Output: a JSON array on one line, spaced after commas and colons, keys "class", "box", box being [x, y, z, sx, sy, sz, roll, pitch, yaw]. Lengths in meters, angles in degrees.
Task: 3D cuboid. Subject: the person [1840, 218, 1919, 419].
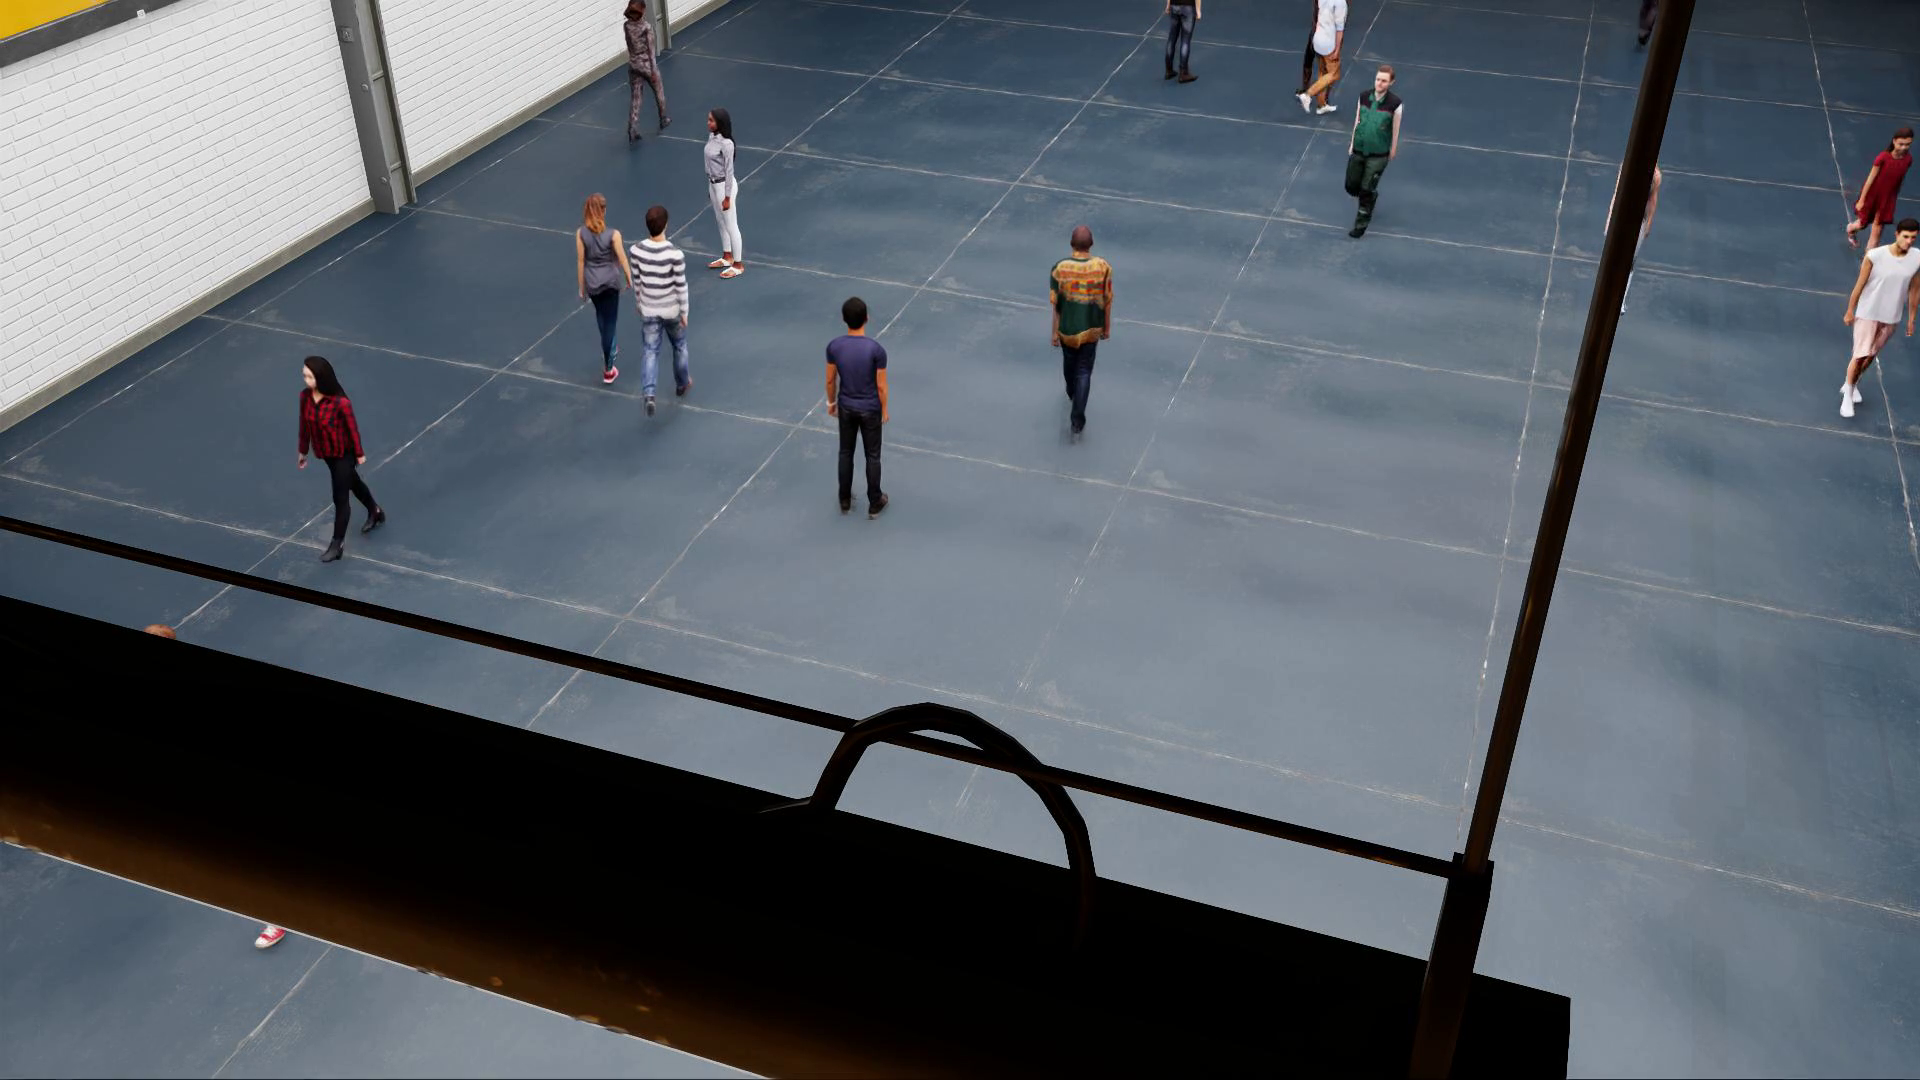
[{"class": "person", "box": [7.932, -1.994, 14.394, 0.783, 1.761, 0.944, 3, 34, 4]}]

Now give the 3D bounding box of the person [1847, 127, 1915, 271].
[{"class": "person", "box": [9.325, -3.494, 16.877, 0.647, 1.511, 1.044, 5, 34, 8]}]

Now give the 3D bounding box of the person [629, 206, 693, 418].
[{"class": "person", "box": [-2.590, -1.928, 14.236, 0.845, 1.826, 1.169, 3, 34, 5]}]

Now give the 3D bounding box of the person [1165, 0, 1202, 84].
[{"class": "person", "box": [2.911, -6.975, 21.768, 0.752, 1.894, 0.692, 26, 42, 33]}]

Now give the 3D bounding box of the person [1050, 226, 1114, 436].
[{"class": "person", "box": [1.017, -1.734, 14.003, 0.899, 1.761, 1.254, 2, 34, 3]}]

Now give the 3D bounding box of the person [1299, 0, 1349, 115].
[{"class": "person", "box": [4.494, -6.135, 20.585, 1.030, 1.804, 0.978, -12, 35, -17]}]

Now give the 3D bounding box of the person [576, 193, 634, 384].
[{"class": "person", "box": [-3.182, -2.195, 14.749, 0.734, 1.703, 0.944, 2, 34, 3]}]

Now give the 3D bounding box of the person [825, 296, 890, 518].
[{"class": "person", "box": [-0.792, -1.022, 12.911, 0.680, 1.784, 0.611, 7, 34, 10]}]

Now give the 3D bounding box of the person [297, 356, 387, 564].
[{"class": "person", "box": [-4.649, -0.700, 12.575, 0.646, 1.620, 1.034, 14, 36, 20]}]

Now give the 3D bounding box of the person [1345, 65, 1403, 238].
[{"class": "person", "box": [4.362, -4.127, 17.542, 0.820, 1.829, 0.986, 23, 40, 31]}]

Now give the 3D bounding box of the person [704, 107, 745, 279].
[{"class": "person", "box": [-2.378, -3.505, 16.700, 0.715, 1.725, 0.672, -18, 37, -25]}]

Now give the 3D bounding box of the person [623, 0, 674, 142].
[{"class": "person", "box": [-3.834, -5.574, 19.862, 0.611, 1.670, 1.152, 13, 36, 19]}]

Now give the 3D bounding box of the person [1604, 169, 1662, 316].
[{"class": "person", "box": [6.451, -3.057, 16.088, 0.673, 1.656, 1.138, 8, 34, 11]}]

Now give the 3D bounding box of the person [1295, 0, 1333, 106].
[{"class": "person", "box": [4.632, -6.294, 20.883, 0.855, 1.738, 0.953, -7, 34, -11]}]
